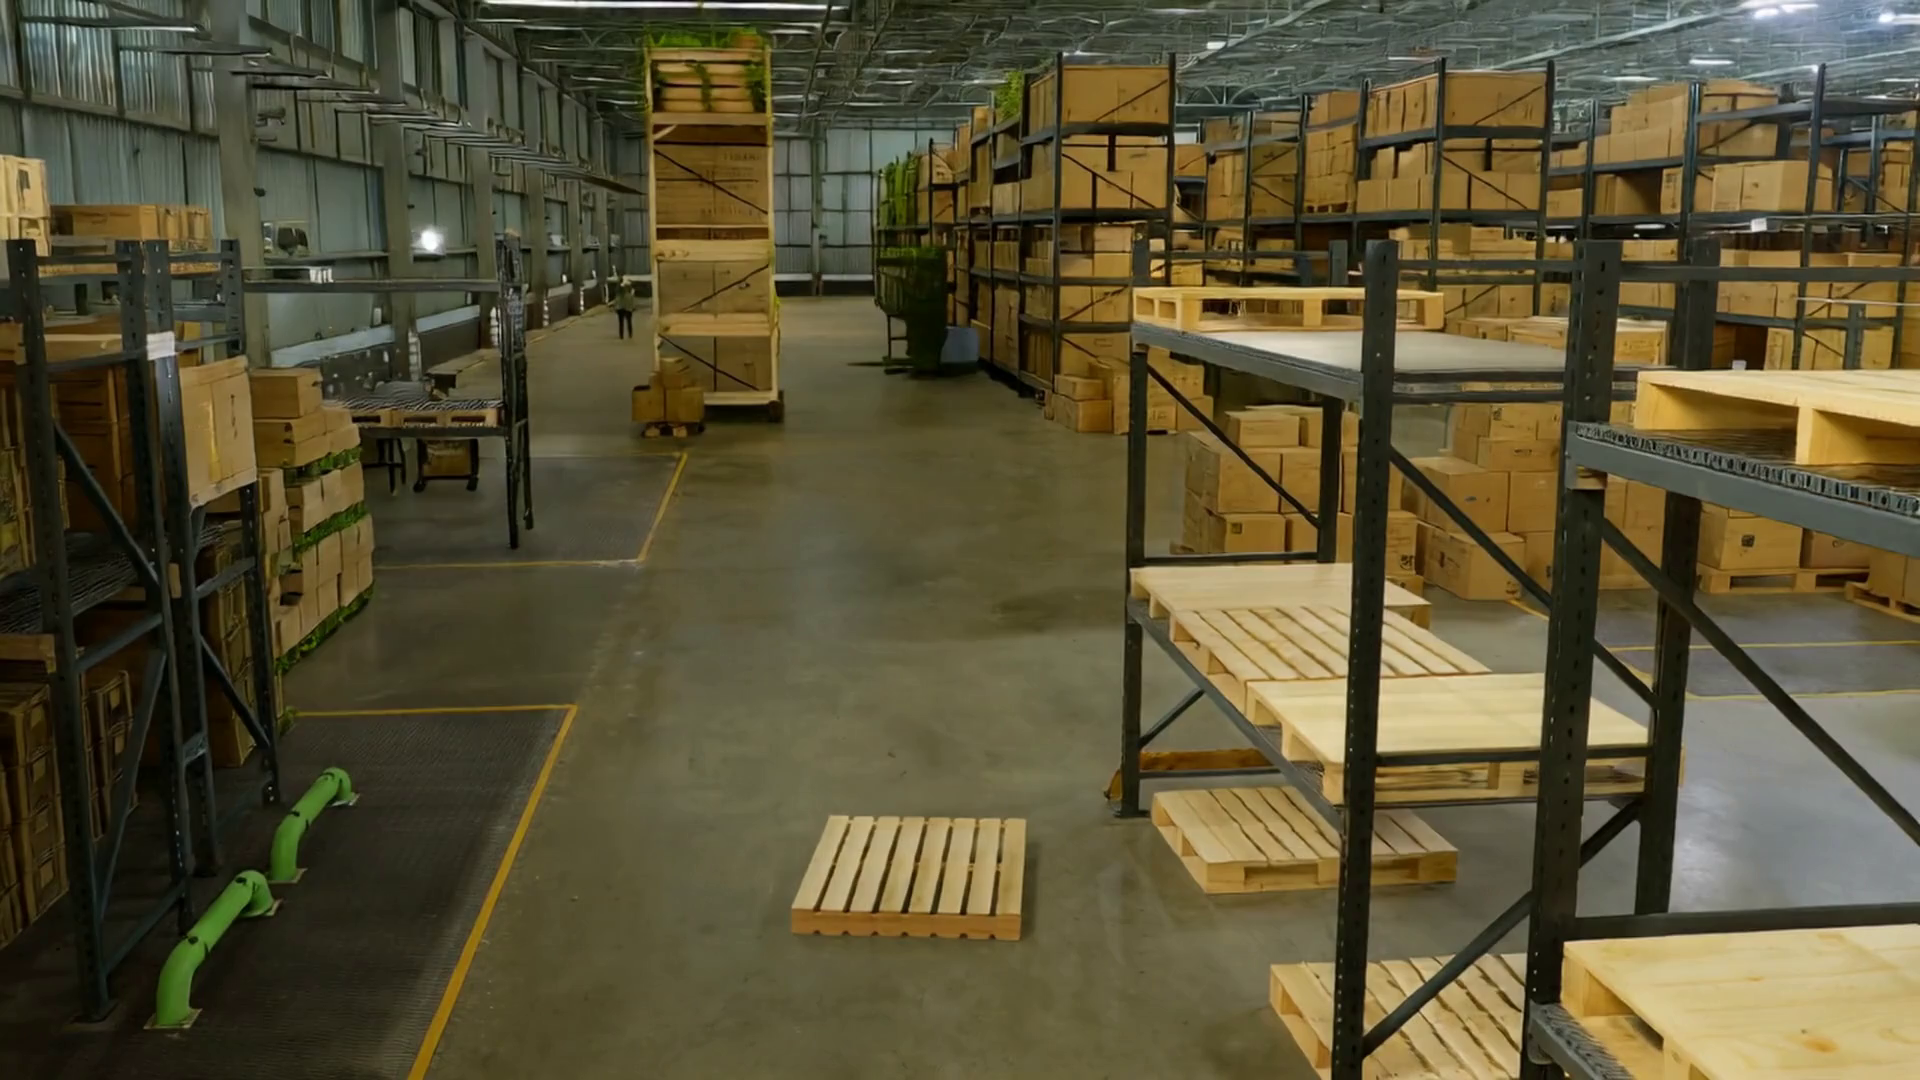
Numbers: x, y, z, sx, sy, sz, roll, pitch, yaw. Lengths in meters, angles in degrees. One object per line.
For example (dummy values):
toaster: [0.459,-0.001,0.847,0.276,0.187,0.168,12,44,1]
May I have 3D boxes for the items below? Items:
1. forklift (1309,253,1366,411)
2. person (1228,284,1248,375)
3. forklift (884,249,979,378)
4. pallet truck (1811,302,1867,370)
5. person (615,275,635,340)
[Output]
forklift: [6.442,-3.402,27.783,1.129,2.768,1.873,-1,10,-6]
person: [6.332,-4.744,37.545,0.614,2.041,0.390,-7,12,-32]
forklift: [-0.605,-5.064,36.993,1.873,2.768,1.129,-6,12,-31]
pallet truck: [15.846,-3.142,28.793,1.885,1.965,0.823,2,10,12]
person: [-10.222,-7.093,50.736,0.625,1.989,0.406,-8,13,-37]
